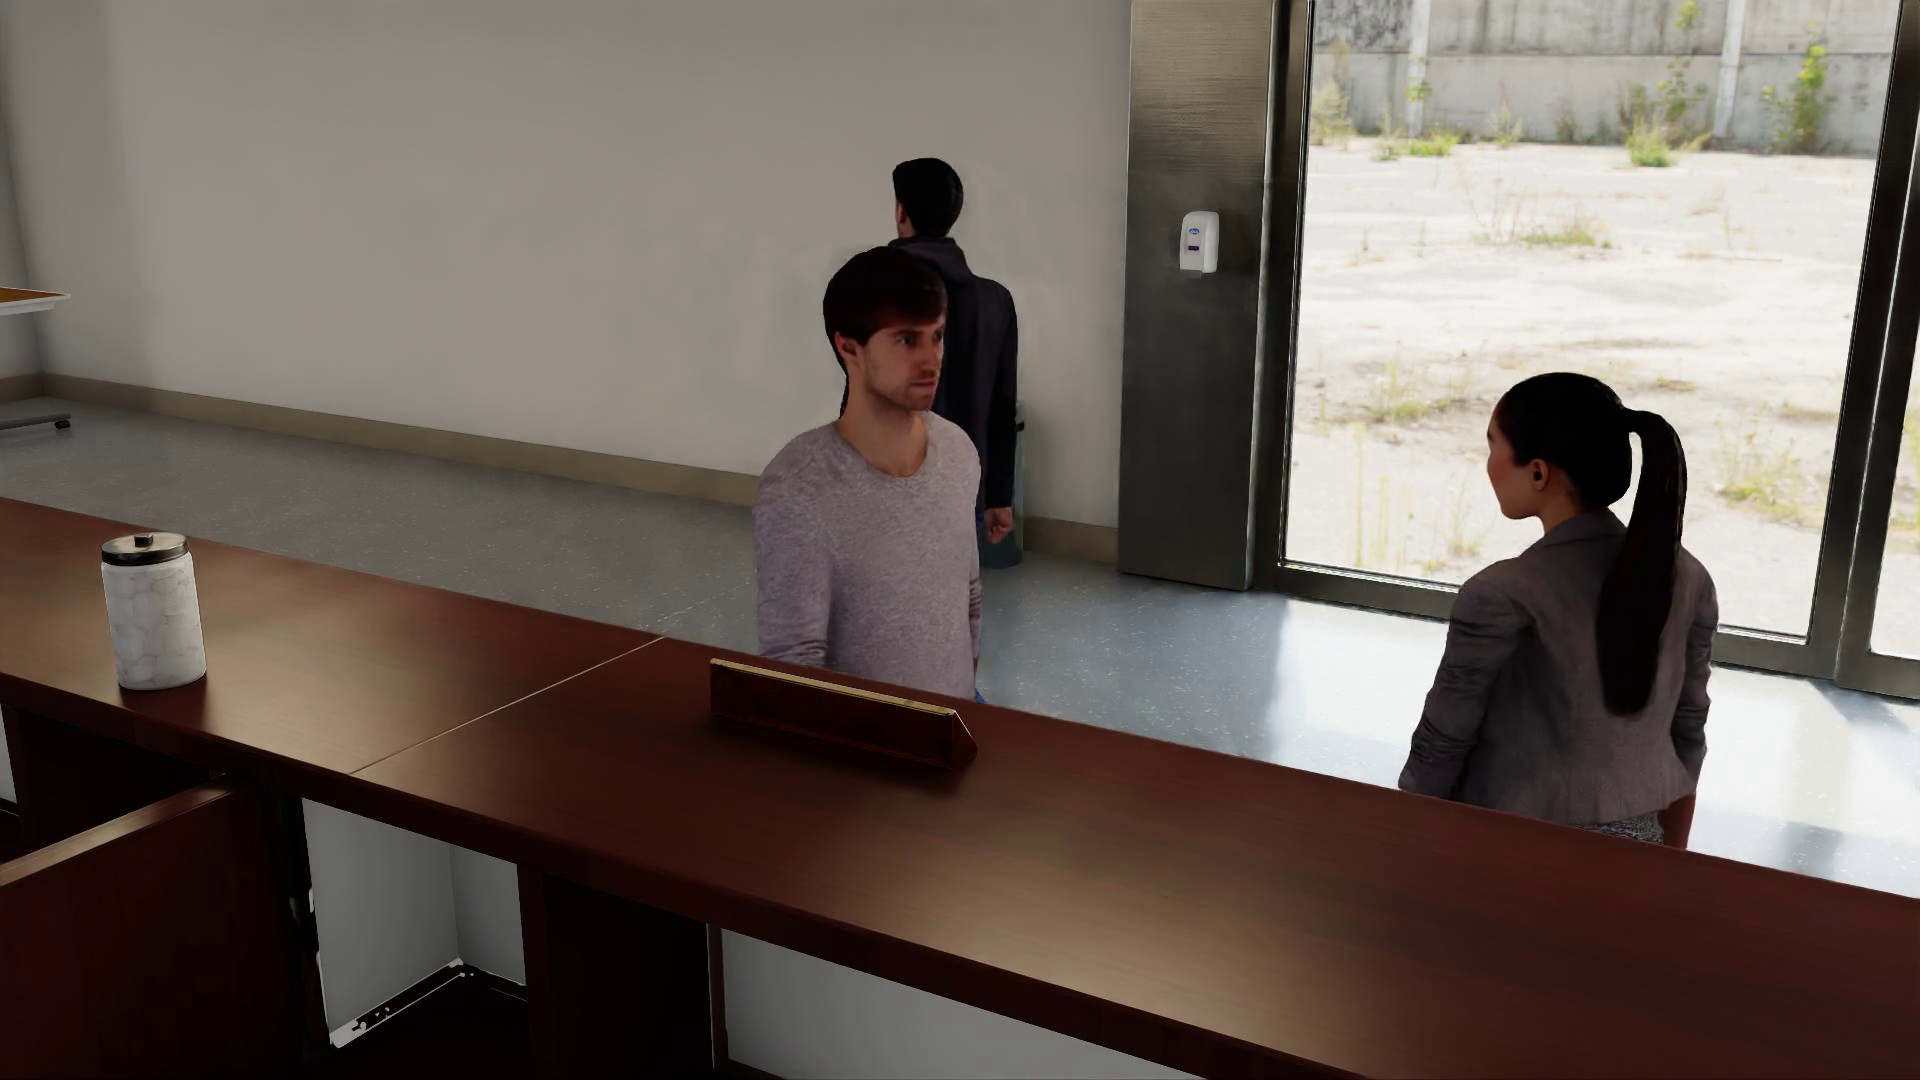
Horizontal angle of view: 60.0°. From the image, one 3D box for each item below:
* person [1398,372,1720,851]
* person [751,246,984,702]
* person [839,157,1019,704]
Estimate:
[{"bbox_3d":[0.987,0.586,2.614,0.740,1.657,0.816,-6,17,-20],"label":"person"},{"bbox_3d":[-0.198,0.421,2.952,1.205,1.791,0.989,-14,21,-40],"label":"person"},{"bbox_3d":[-0.047,-0.064,4.567,1.254,1.849,1.049,-12,20,-36],"label":"person"}]
